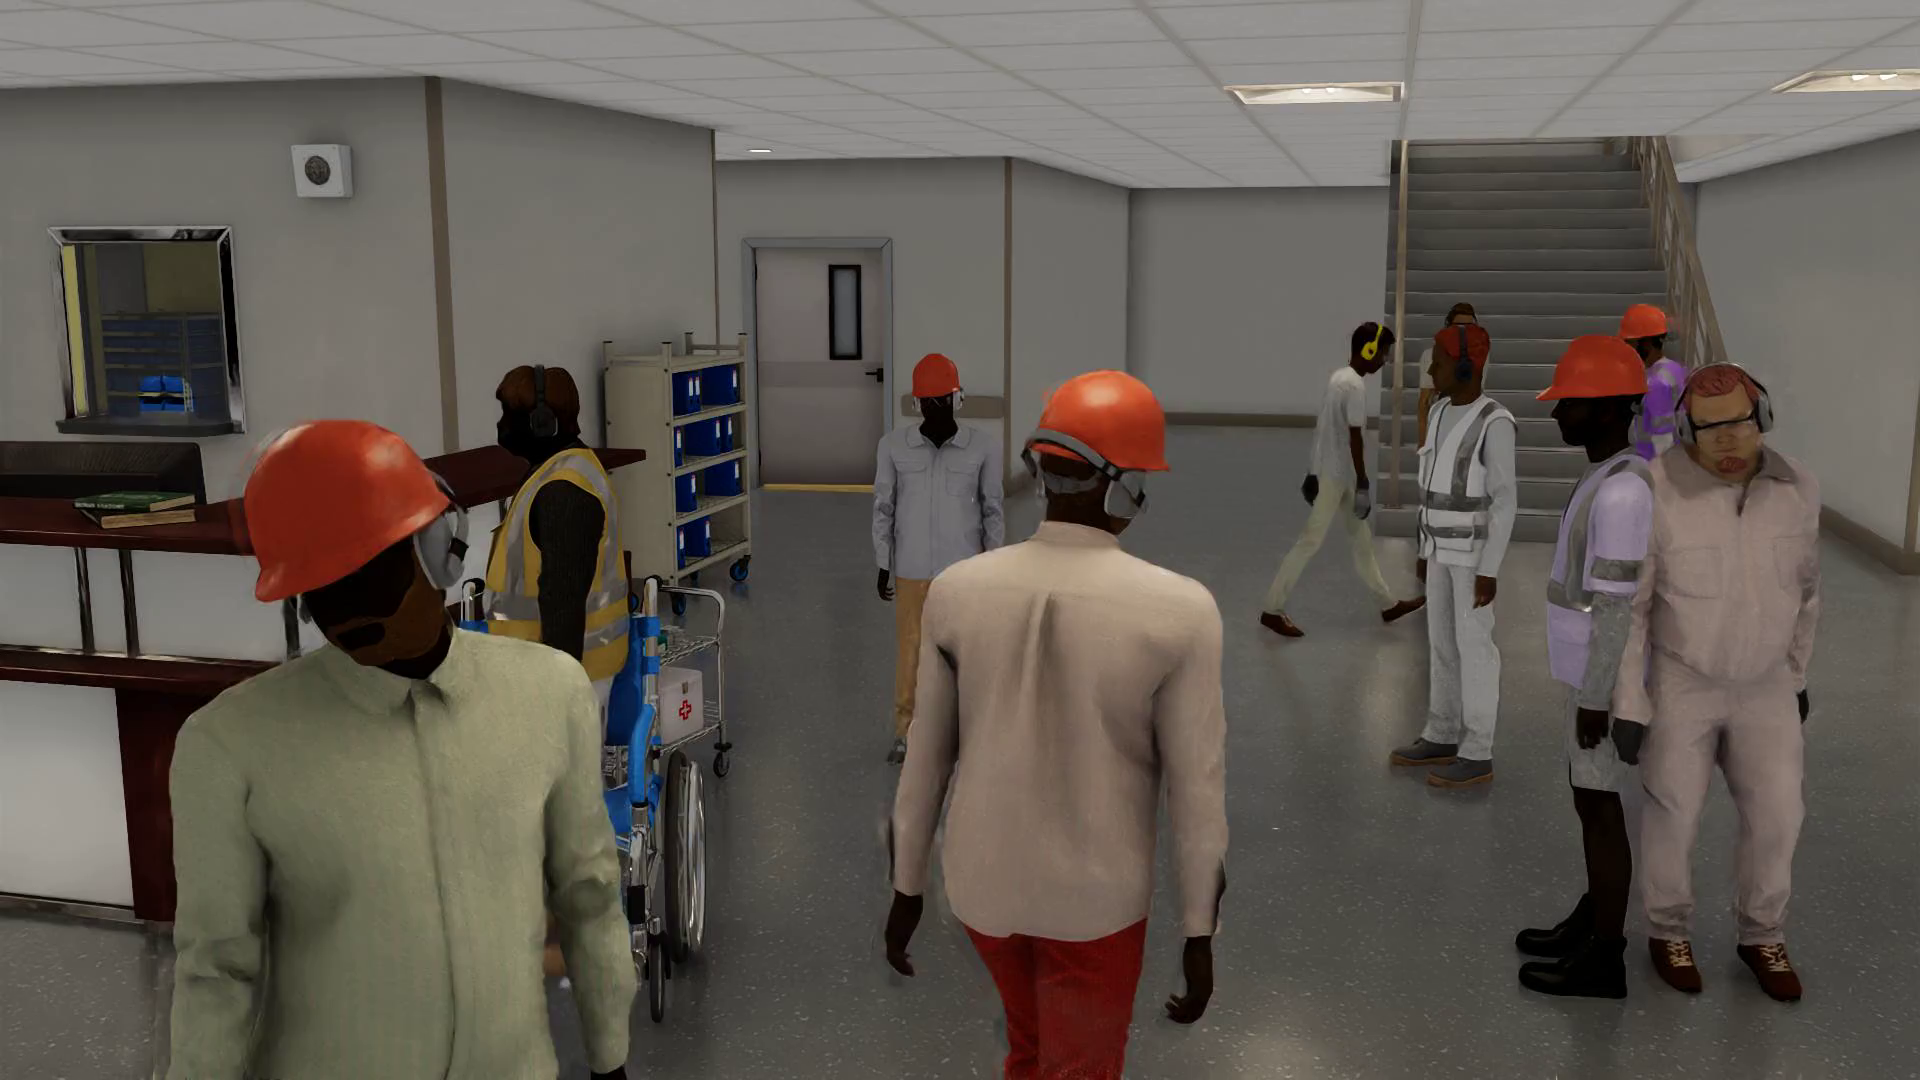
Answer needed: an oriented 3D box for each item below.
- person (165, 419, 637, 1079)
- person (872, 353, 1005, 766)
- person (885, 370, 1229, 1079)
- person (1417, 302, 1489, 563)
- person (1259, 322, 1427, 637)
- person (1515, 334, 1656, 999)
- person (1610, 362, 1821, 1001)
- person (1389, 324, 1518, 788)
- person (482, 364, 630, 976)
[{"bbox_3d":[-0.818,0.779,2.435,0.658,1.947,0.904,-8,13,-40],"label":"person"},{"bbox_3d":[-0.094,0.089,7.032,0.564,1.751,0.330,1,10,3],"label":"person"},{"bbox_3d":[0.145,0.668,3.075,0.670,1.948,0.918,5,11,29],"label":"person"},{"bbox_3d":[3.396,-0.712,11.477,0.514,1.842,0.328,-2,10,-13],"label":"person"},{"bbox_3d":[2.224,-0.352,9.513,0.918,1.806,0.642,0,10,1],"label":"person"},{"bbox_3d":[1.841,0.371,4.871,0.380,1.931,0.545,3,10,17],"label":"person"},{"bbox_3d":[2.139,0.417,4.783,0.685,1.863,0.500,-1,10,-5],"label":"person"},{"bbox_3d":[2.037,0.065,6.794,0.354,1.881,0.576,-2,10,-12],"label":"person"},{"bbox_3d":[-1.223,0.385,5.066,0.429,1.837,0.626,-3,10,-16],"label":"person"}]
